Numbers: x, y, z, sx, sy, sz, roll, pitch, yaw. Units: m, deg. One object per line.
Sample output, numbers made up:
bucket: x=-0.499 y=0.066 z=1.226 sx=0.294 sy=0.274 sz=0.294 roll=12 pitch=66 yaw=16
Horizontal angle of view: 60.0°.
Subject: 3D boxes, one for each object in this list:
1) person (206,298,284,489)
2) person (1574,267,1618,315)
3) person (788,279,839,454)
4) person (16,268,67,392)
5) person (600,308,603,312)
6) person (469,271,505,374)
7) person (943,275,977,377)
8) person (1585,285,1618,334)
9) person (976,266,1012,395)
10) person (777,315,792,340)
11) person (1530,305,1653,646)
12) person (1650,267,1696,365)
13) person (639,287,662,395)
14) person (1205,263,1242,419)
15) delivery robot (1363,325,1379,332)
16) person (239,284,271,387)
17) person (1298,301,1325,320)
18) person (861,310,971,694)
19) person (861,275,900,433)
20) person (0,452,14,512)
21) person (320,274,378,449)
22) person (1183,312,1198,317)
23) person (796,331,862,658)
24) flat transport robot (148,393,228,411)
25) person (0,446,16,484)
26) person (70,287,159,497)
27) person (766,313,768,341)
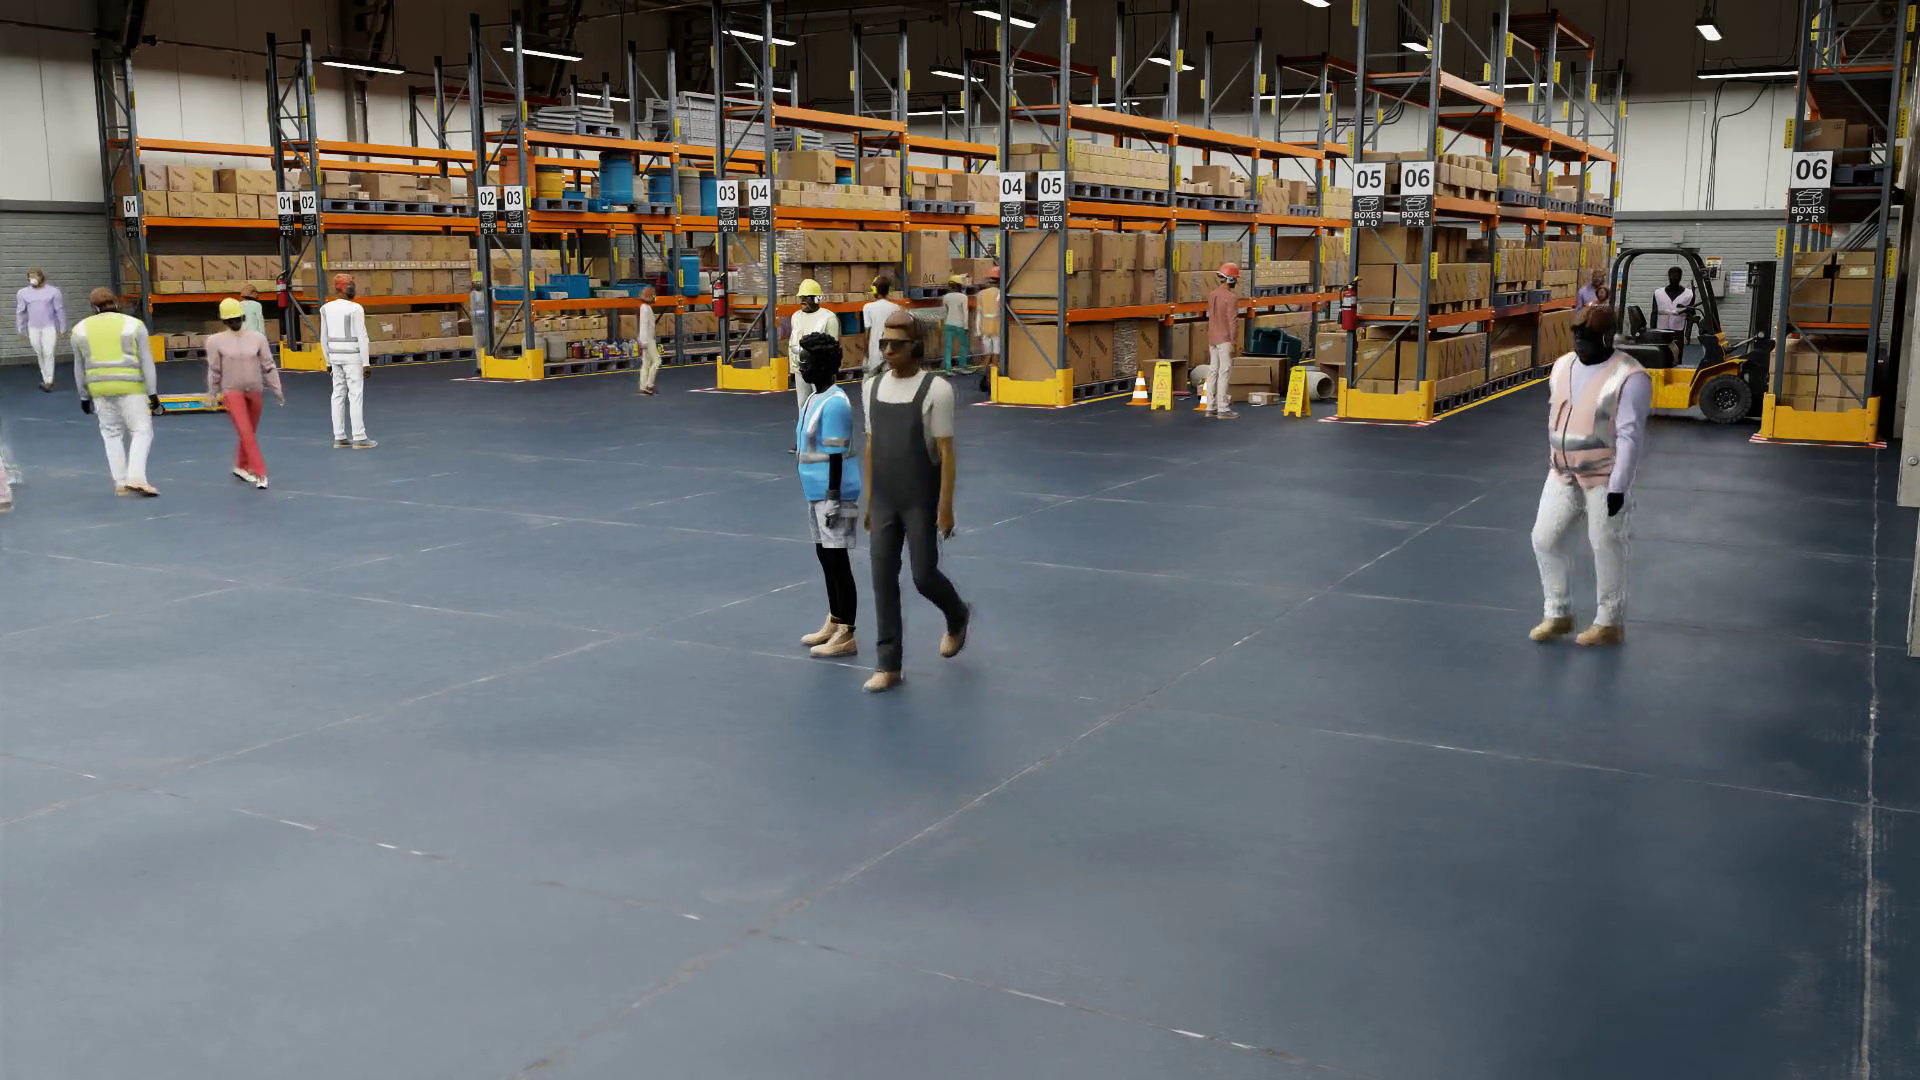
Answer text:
person: x=-6.459 y=-1.325 z=14.994 sx=0.593 sy=1.703 sz=0.883 roll=-8 pitch=13 yaw=-39
person: x=10.539 y=-3.571 z=27.586 sx=0.654 sy=1.890 sz=0.712 roll=5 pitch=11 yaw=29
person: x=-1.553 y=-1.798 z=17.373 sx=0.601 sy=1.831 sz=0.404 roll=6 pitch=11 yaw=31
person: x=-14.076 y=-3.200 z=25.432 sx=0.659 sy=1.883 sz=1.009 roll=-2 pitch=10 yaw=-12
person: x=-8.248 y=-5.675 z=39.824 sx=0.621 sy=1.915 sz=1.014 roll=7 pitch=12 yaw=37
person: x=-8.365 y=-3.834 z=29.360 sx=0.609 sy=1.806 sz=0.670 roll=4 pitch=10 yaw=21
person: x=-0.008 y=-3.703 z=28.779 sx=0.547 sy=1.733 sz=0.800 roll=6 pitch=11 yaw=31
person: x=9.999 y=-3.172 z=26.024 sx=0.539 sy=1.624 sz=0.374 roll=5 pitch=11 yaw=28
person: x=0.530 y=-3.126 z=24.900 sx=0.544 sy=1.919 sz=0.406 roll=6 pitch=11 yaw=32
person: x=-3.251 y=-4.042 z=30.815 sx=0.527 sy=1.725 sz=0.883 roll=2 pitch=10 yaw=13
person: x=3.297 y=-0.324 z=8.773 sx=0.626 sy=1.816 sz=0.665 roll=-5 pitch=11 yaw=-28
person: x=10.496 y=-3.064 z=24.545 sx=0.591 sy=1.917 sz=0.392 roll=5 pitch=11 yaw=28
person: x=-4.576 y=-2.950 z=24.716 sx=0.454 sy=1.614 sz=0.531 roll=-1 pitch=10 yaw=-4
person: x=3.390 y=-2.546 z=21.301 sx=0.404 sy=1.987 sz=0.634 roll=-4 pitch=10 yaw=-21
delivery robot: x=9.378 y=-4.629 z=37.414 sx=0.707 sy=0.478 sz=0.477 roll=-2 pitch=10 yaw=-10
person: x=-11.202 y=-3.226 z=26.316 sx=0.507 sy=1.632 sz=0.268 roll=3 pitch=10 yaw=19
person: x=8.151 y=-5.379 z=38.206 sx=0.806 sy=1.874 sz=0.644 roll=-7 pitch=12 yaw=-37
person: x=-0.223 y=-0.202 z=8.070 sx=0.513 sy=1.826 sz=0.726 roll=6 pitch=11 yaw=30
person: x=-0.942 y=-2.125 z=19.243 sx=0.553 sy=1.848 sz=0.598 roll=-6 pitch=11 yaw=-30
person: x=-7.926 y=-1.125 z=13.144 sx=0.647 sy=1.947 sz=0.826 roll=-2 pitch=10 yaw=-14
person: x=-6.608 y=-1.921 z=17.942 sx=0.584 sy=1.881 sz=0.337 roll=4 pitch=10 yaw=22
person: x=5.399 y=-5.265 z=38.283 sx=0.533 sy=1.626 sz=0.380 roll=0 pitch=10 yaw=-1
person: x=-0.690 y=-0.237 z=8.656 sx=0.321 sy=1.689 sz=0.530 roll=-3 pitch=10 yaw=-19
flat transport robot: x=-10.338 y=-1.817 z=22.050 sx=1.431 sy=0.197 sz=0.652 roll=-6 pitch=12 yaw=-33
person: x=-8.970 y=-1.281 z=14.764 sx=0.962 sy=1.688 sz=0.484 roll=-4 pitch=10 yaw=-21
person: x=-7.280 y=-1.262 z=14.322 sx=0.664 sy=1.809 sz=0.571 roll=-2 pitch=10 yaw=-9
person: x=-4.472 y=-5.500 z=39.794 sx=0.505 sy=1.576 sz=0.887 roll=3 pitch=10 yaw=17
